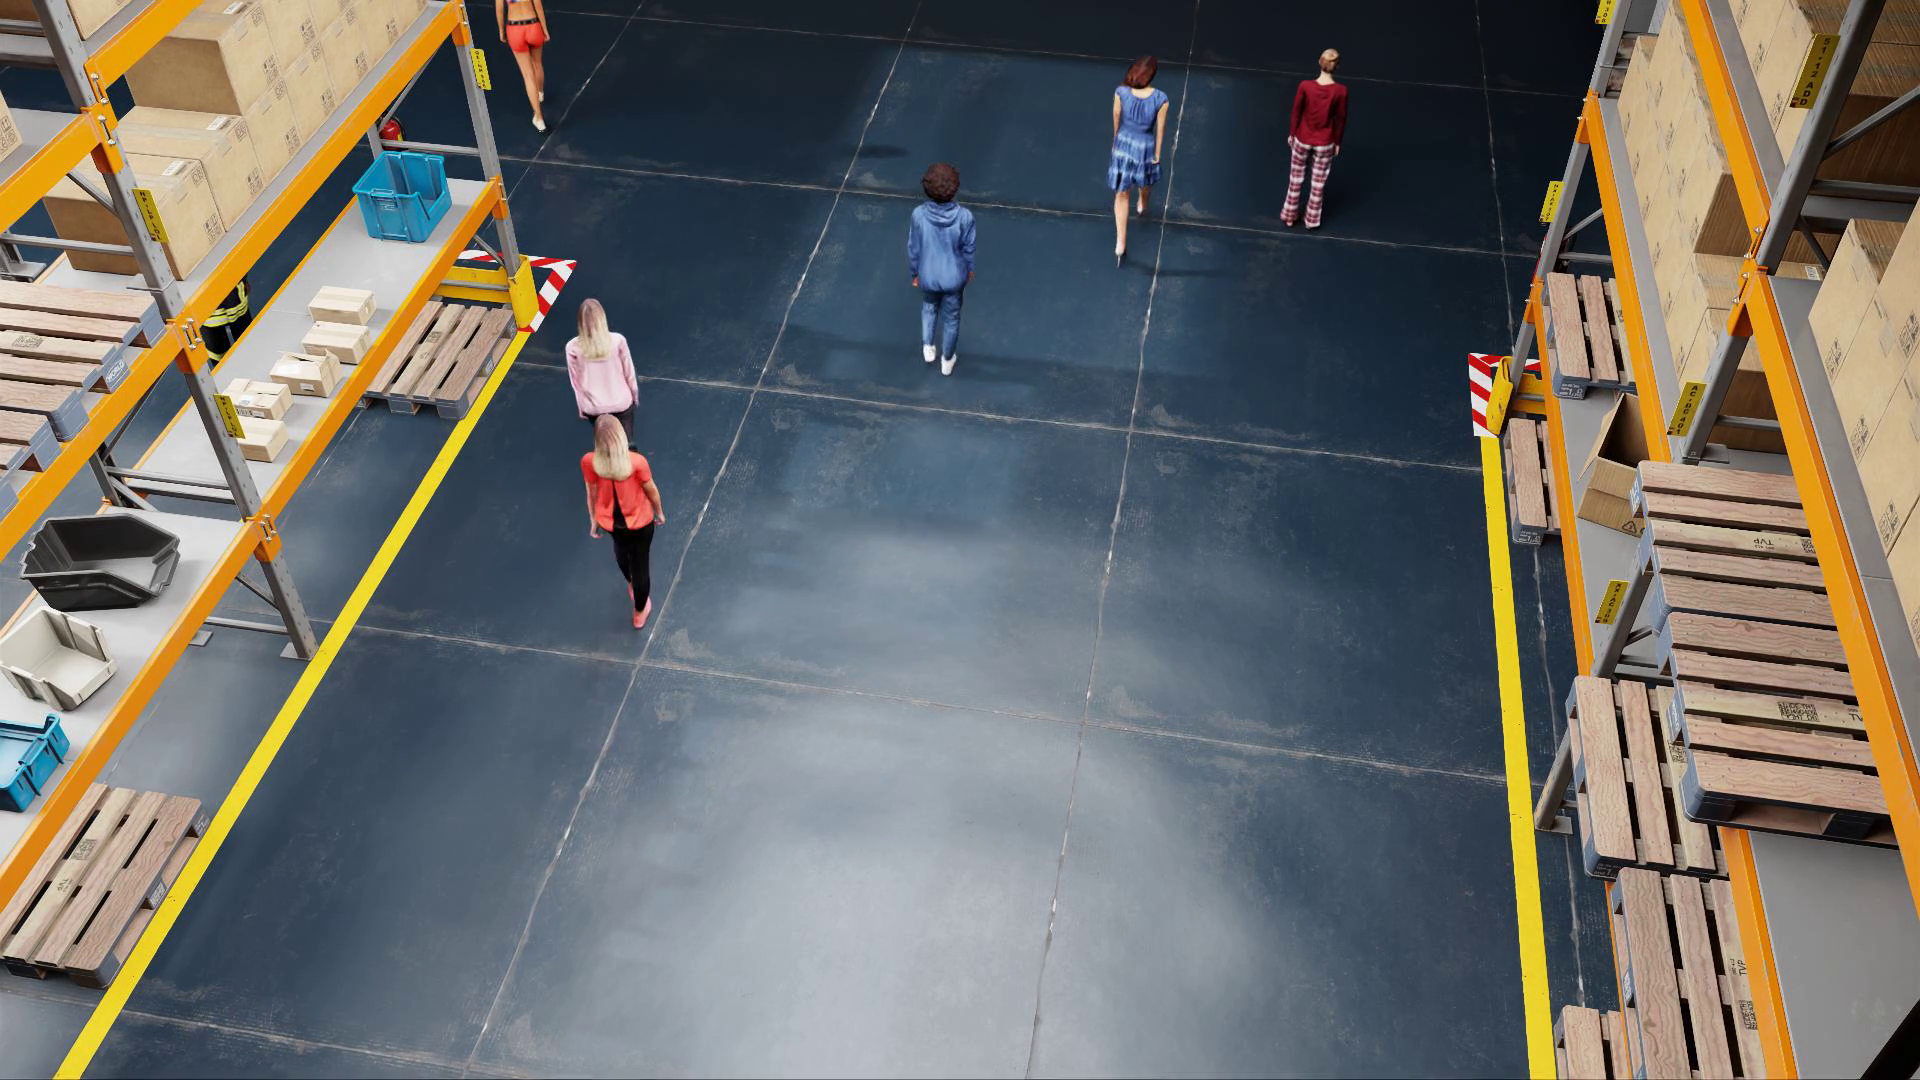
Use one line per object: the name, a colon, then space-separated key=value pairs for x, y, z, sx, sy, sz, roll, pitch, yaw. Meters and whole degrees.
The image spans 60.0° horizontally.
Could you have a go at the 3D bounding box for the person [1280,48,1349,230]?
person: x=3.088 y=-3.485 z=14.452 sx=0.622 sy=1.702 sz=0.498 roll=8 pitch=44 yaw=9

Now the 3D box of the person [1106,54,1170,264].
person: x=1.469 y=-3.190 z=14.118 sx=0.622 sy=1.736 sz=1.179 roll=6 pitch=44 yaw=7

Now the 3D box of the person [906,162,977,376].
person: x=-0.154 y=-2.027 z=12.851 sx=0.675 sy=1.799 sz=0.579 roll=8 pitch=44 yaw=9

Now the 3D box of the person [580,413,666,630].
person: x=-2.209 y=-0.059 z=10.876 sx=0.667 sy=1.675 sz=0.752 roll=2 pitch=44 yaw=3

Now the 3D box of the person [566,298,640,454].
person: x=-2.505 y=-0.923 z=11.787 sx=0.836 sy=1.668 sz=1.083 roll=-8 pitch=44 yaw=-8

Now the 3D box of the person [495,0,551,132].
person: x=-4.111 y=-4.730 z=15.727 sx=0.957 sy=1.745 sz=1.151 roll=-15 pitch=46 yaw=-15
